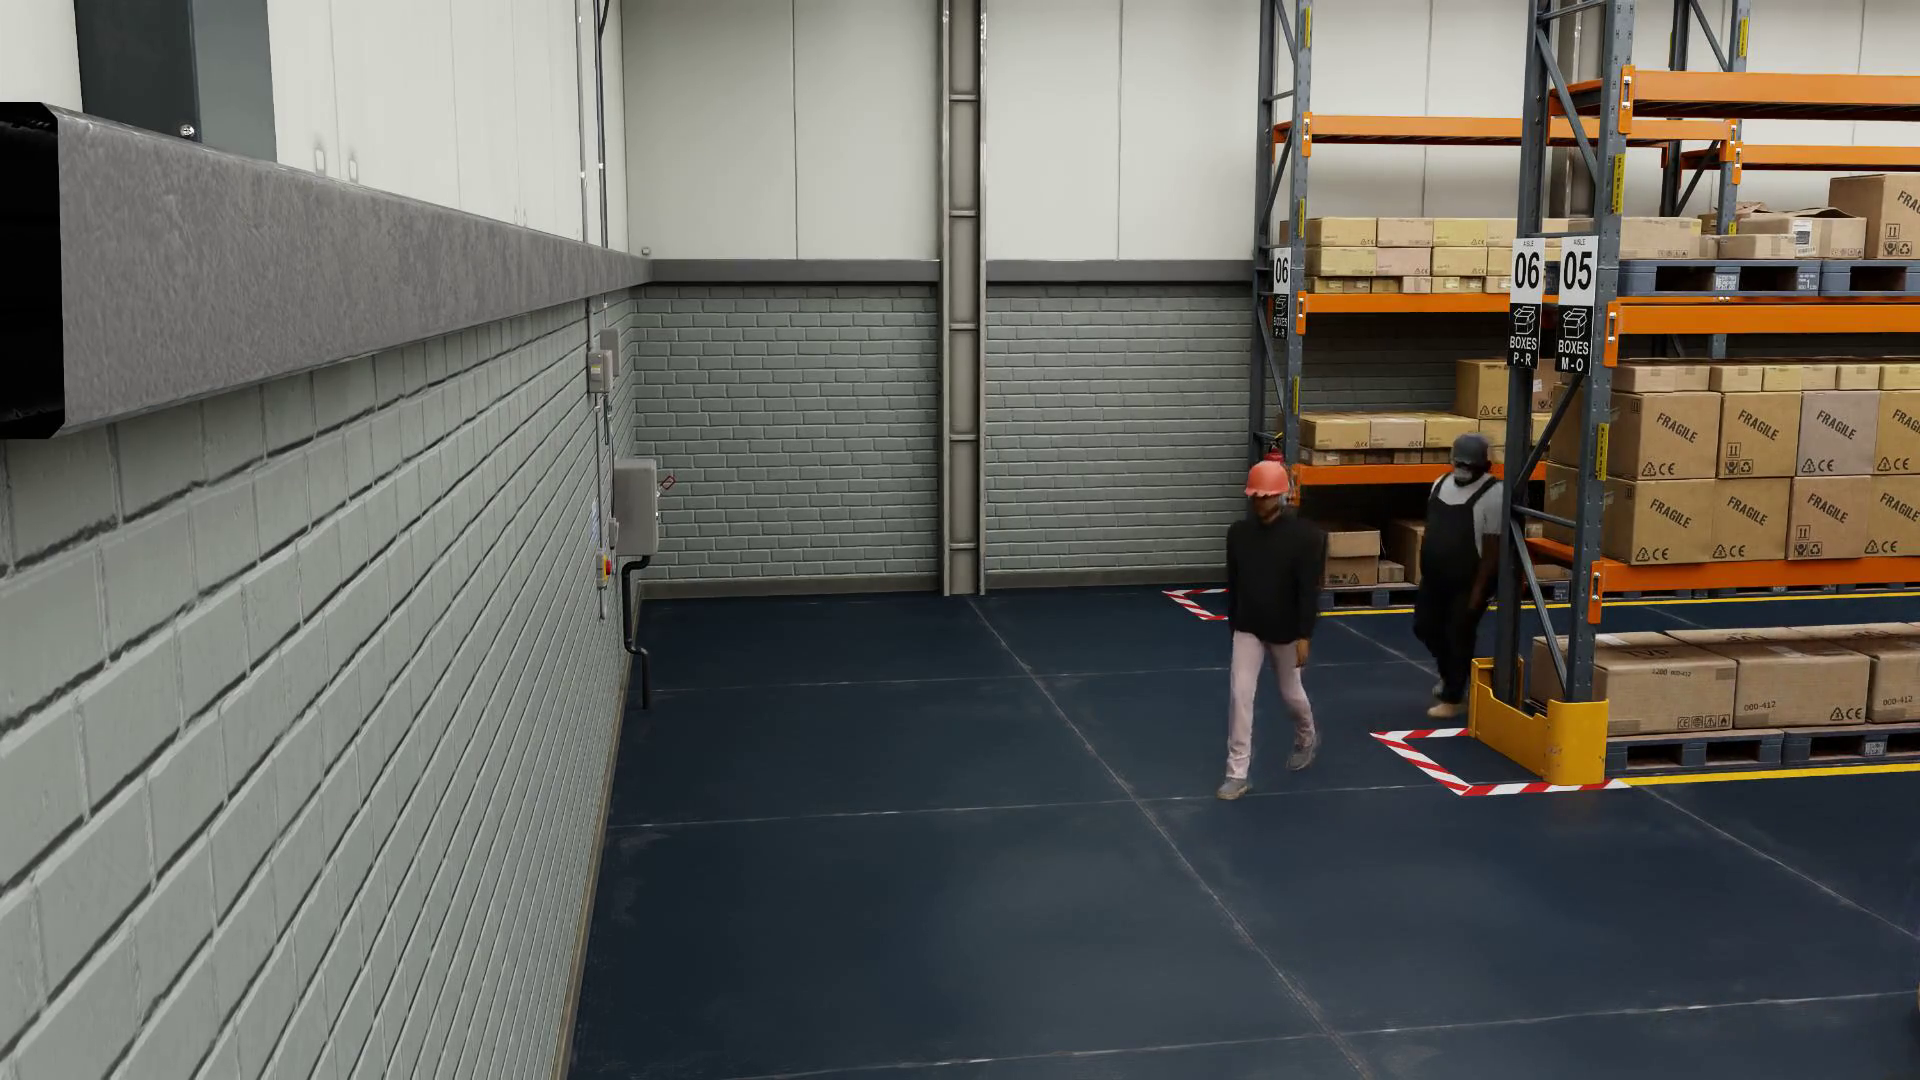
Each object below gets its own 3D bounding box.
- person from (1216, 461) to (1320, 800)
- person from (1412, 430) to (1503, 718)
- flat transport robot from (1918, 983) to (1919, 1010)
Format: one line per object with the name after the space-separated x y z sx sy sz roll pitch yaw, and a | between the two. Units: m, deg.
1.851 0.490 9.765 0.607 1.960 0.955 6 11 33 | person
3.373 0.209 11.205 0.579 2.000 0.709 -5 11 -30 | person
3.928 1.926 6.056 0.652 0.197 1.431 4 10 25 | flat transport robot
